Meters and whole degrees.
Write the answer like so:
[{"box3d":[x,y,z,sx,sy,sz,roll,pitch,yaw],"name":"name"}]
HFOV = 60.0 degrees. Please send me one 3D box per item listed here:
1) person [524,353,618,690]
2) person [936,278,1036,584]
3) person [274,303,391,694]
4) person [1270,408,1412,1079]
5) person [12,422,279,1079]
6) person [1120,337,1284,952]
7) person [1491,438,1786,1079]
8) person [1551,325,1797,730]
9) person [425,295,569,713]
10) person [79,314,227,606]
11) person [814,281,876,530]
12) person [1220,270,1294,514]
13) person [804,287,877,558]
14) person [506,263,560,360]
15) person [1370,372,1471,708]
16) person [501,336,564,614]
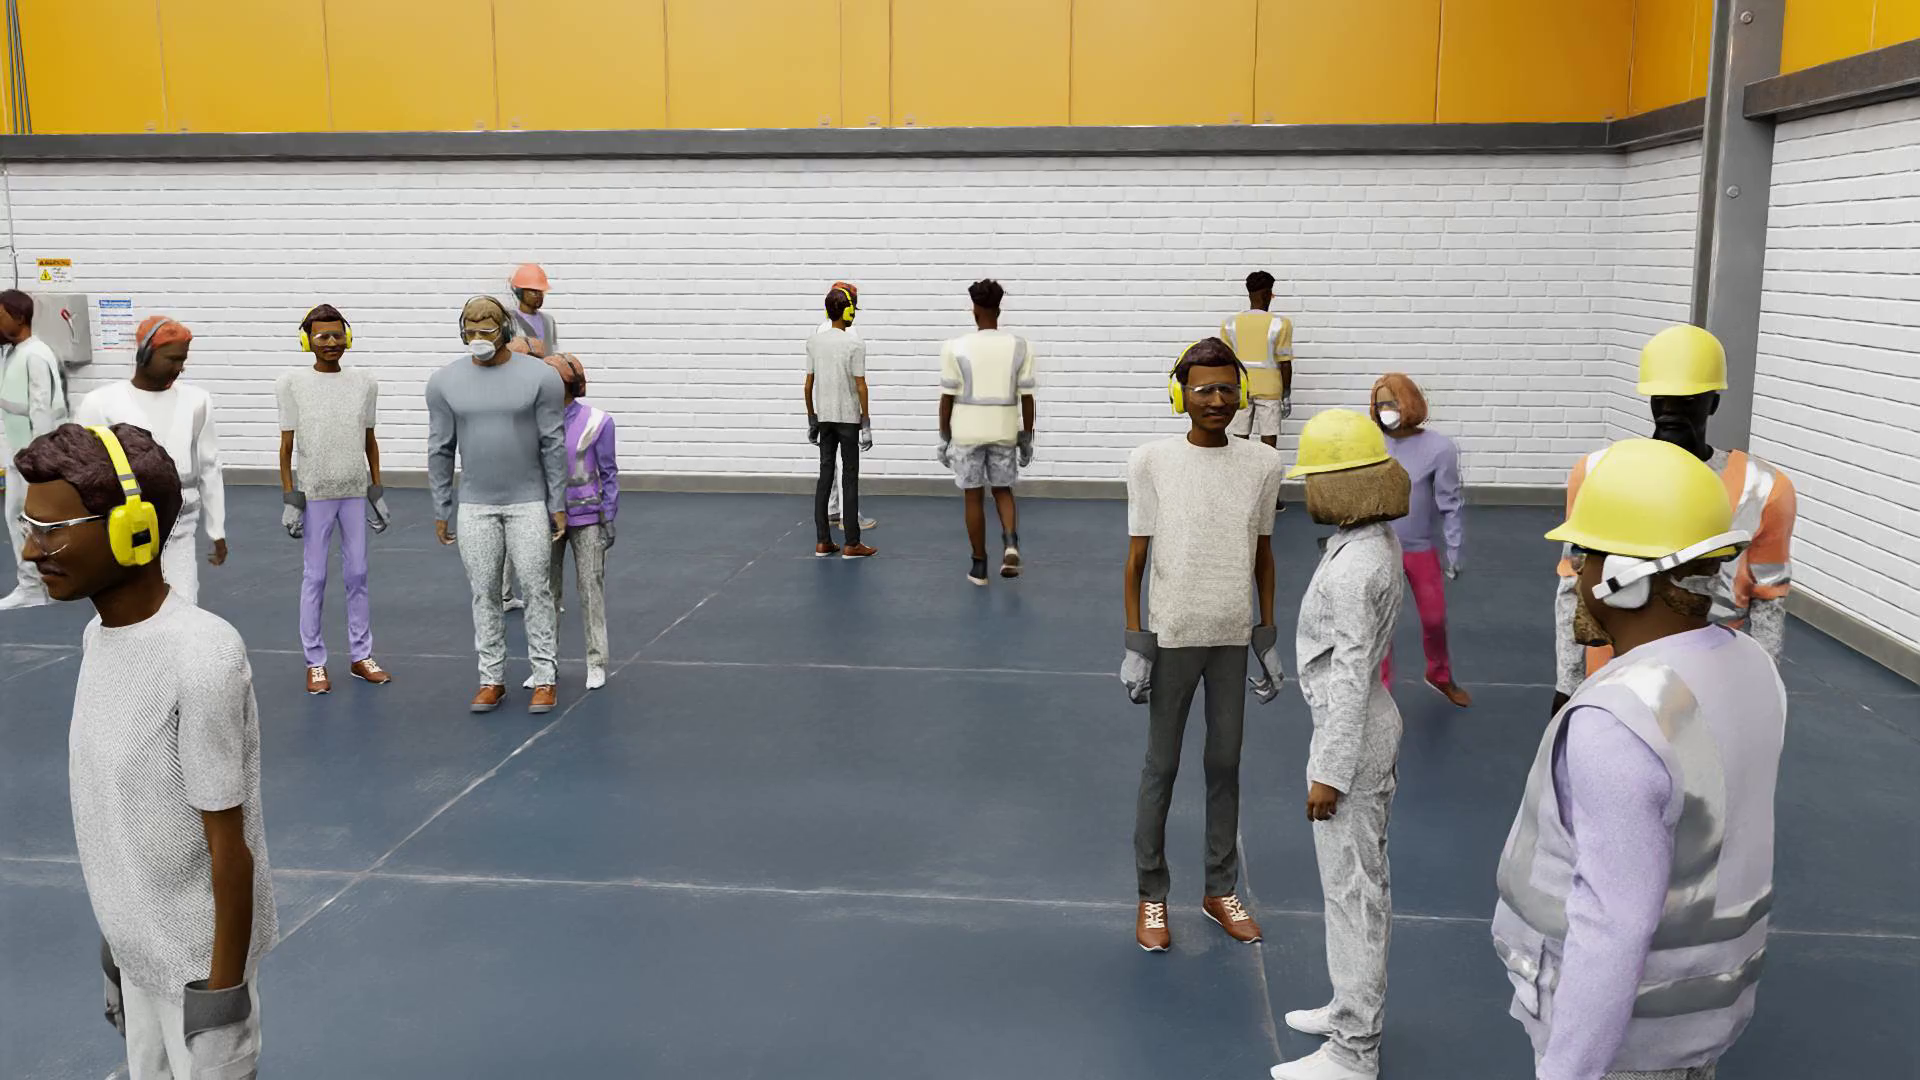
[{"box3d":[-1.907,-0.086,8.062,0.513,1.638,0.313,1,10,5],"name":"person"},{"box3d":[0.165,-0.671,10.507,0.617,1.951,0.477,-2,10,-13],"name":"person"},{"box3d":[-3.028,-0.202,8.059,0.508,1.872,0.328,-8,13,-40],"name":"person"},{"box3d":[0.963,0.532,4.240,0.305,1.736,0.484,4,11,20],"name":"person"},{"box3d":[-1.312,0.729,2.769,0.510,1.861,0.324,9,13,41],"name":"person"},{"box3d":[0.744,0.319,5.078,0.514,1.872,0.328,-2,10,-12],"name":"person"},{"box3d":[1.081,0.748,2.723,0.404,1.830,0.602,9,13,42],"name":"person"},{"box3d":[1.919,0.382,4.548,0.587,1.928,0.381,6,12,31],"name":"person"},{"box3d":[-2.117,-0.157,7.652,0.640,1.927,0.387,-1,10,-4],"name":"person"},{"box3d":[-3.543,-0.046,7.216,0.641,1.857,0.646,8,13,40],"name":"person"},{"box3d":[-0.894,-1.022,12.707,0.356,1.887,0.574,-7,12,-34],"name":"person"},{"box3d":[2.386,-1.184,13.414,0.605,1.962,0.373,5,11,25],"name":"person"},{"box3d":[-0.832,-0.806,11.521,0.532,1.868,0.310,6,11,30],"name":"person"},{"box3d":[-3.218,-1.074,12.624,0.446,2.028,0.605,4,11,22],"name":"person"},{"box3d":[2.024,0.027,7.542,0.533,1.602,0.619,5,11,24],"name":"person"},{"box3d":[-2.539,-0.361,9.665,0.513,1.630,0.318,7,12,35],"name":"person"}]
